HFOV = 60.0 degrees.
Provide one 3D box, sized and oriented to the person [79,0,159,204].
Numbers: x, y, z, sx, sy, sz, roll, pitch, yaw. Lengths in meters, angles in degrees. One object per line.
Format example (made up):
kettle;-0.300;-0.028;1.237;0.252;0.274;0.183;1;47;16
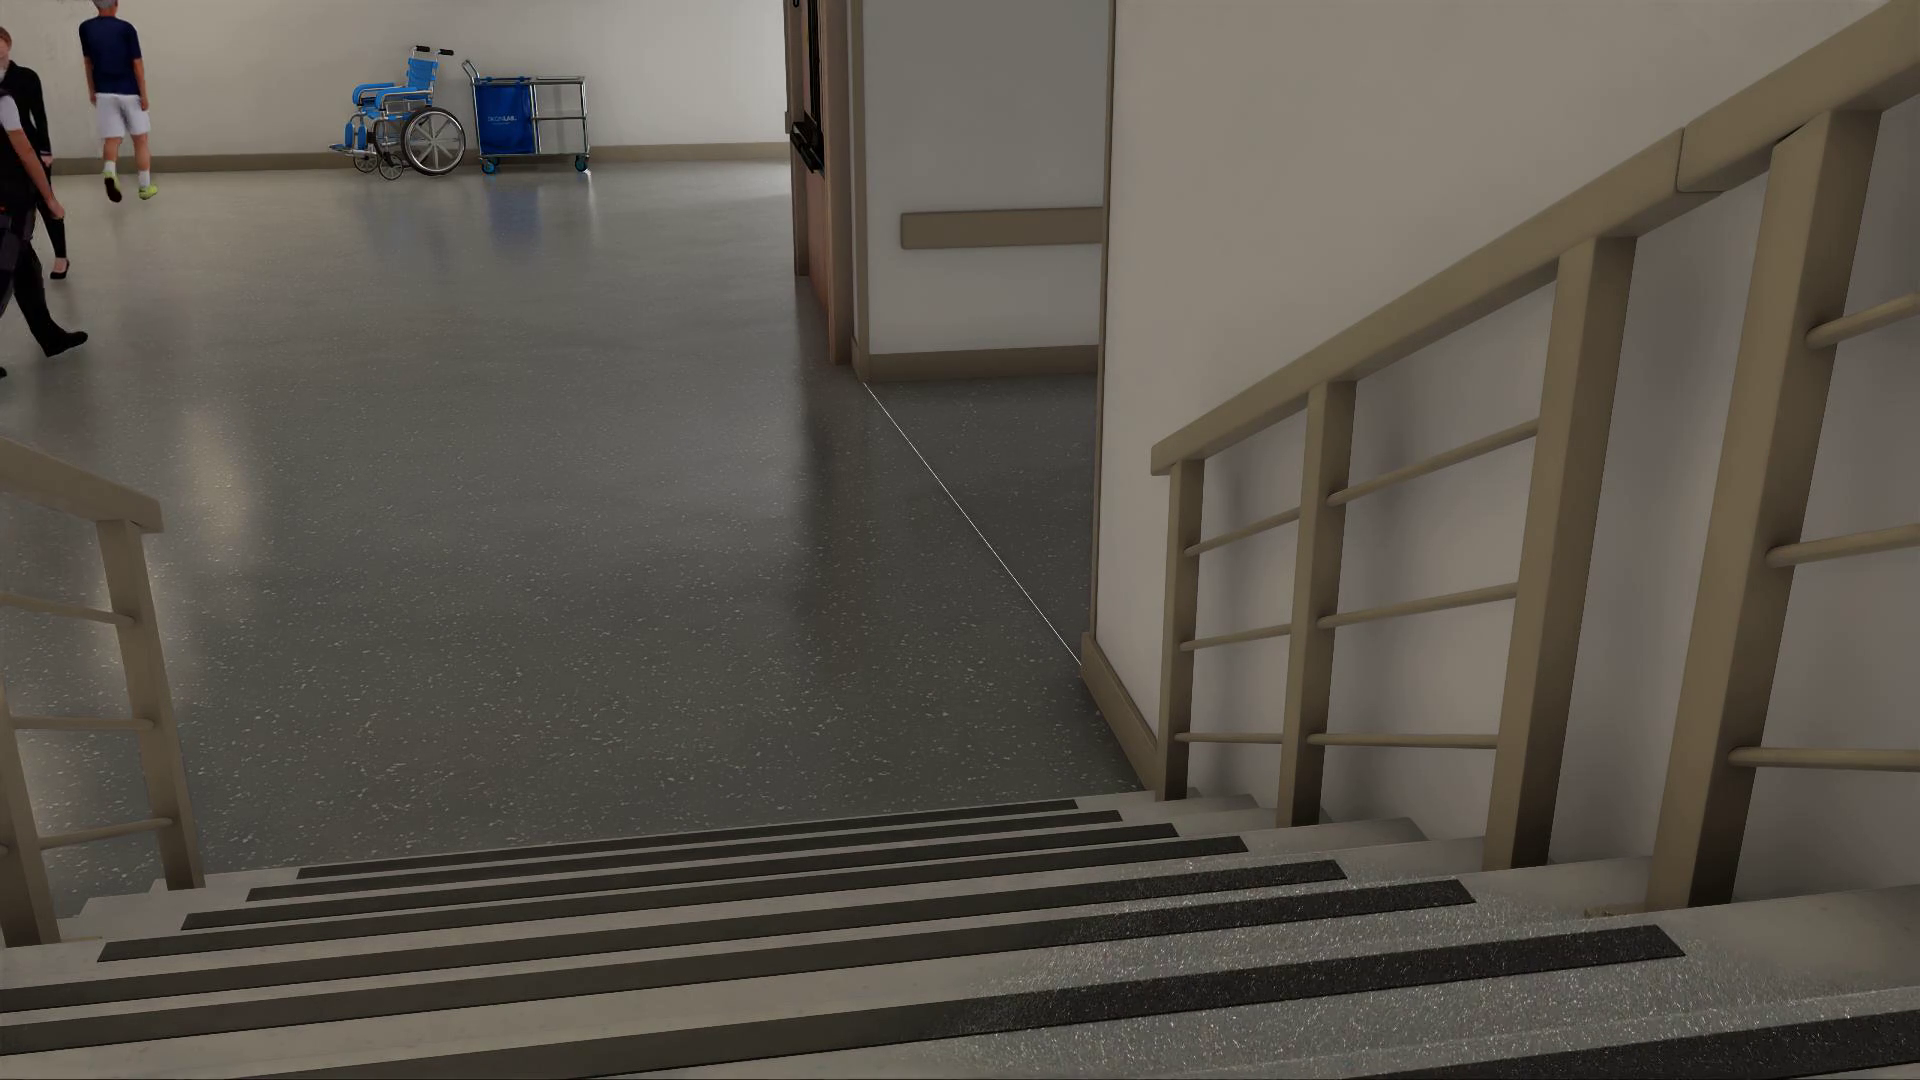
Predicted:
person;-7.144;-3.755;14.060;0.635;1.814;1.062;-3;21;-8

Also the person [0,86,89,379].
person;-5.117;-1.729;8.718;1.044;1.810;1.267;7;22;19

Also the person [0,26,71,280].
person;-6.301;-2.579;11.143;0.647;1.681;0.610;0;21;0
